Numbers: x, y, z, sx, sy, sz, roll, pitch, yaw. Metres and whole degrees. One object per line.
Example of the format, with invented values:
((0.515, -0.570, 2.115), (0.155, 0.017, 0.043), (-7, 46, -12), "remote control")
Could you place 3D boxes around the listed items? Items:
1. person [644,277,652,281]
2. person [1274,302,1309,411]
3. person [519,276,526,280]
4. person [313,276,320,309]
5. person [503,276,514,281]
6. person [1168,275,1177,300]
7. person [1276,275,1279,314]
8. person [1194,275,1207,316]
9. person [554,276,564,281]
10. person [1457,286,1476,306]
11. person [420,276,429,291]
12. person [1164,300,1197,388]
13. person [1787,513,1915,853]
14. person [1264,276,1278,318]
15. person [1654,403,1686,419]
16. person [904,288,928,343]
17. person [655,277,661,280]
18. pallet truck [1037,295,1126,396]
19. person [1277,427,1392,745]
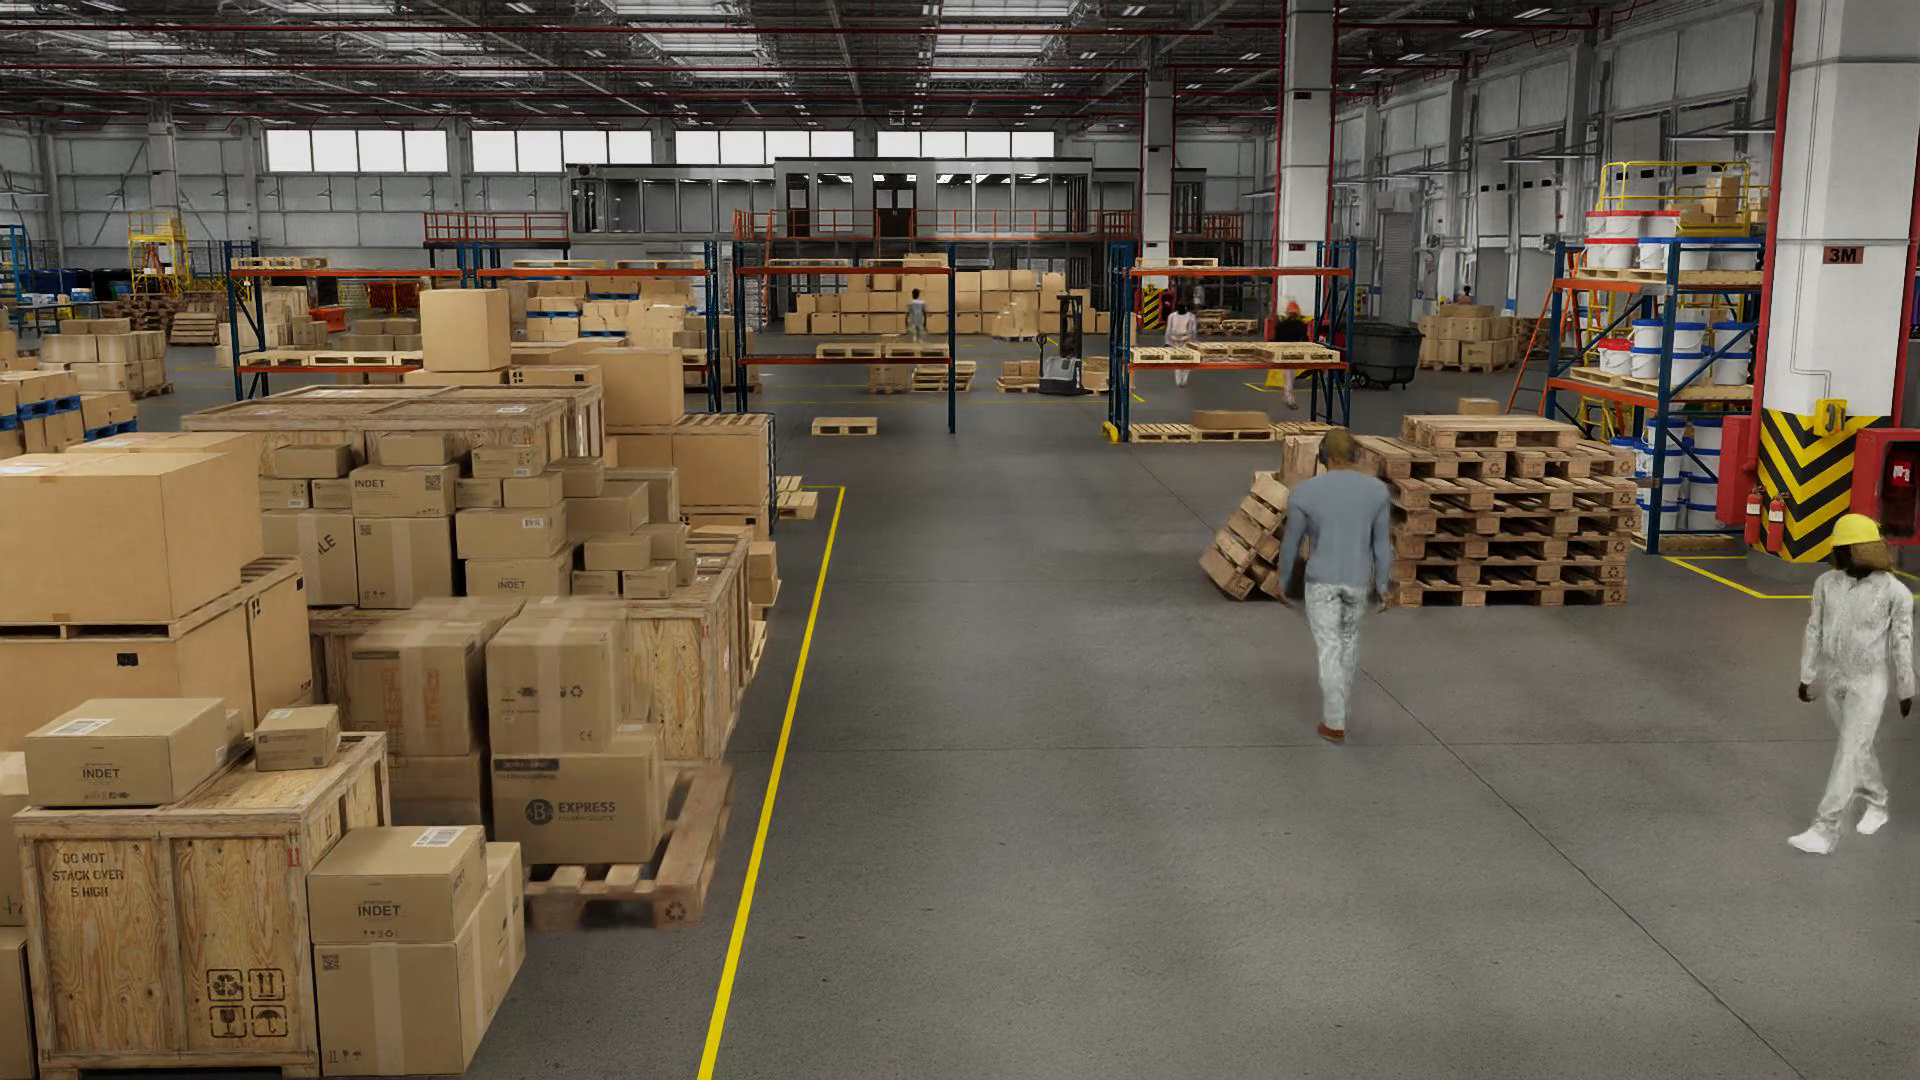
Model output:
((-8.996, -6.595, 48.152), (0.850, 2.002, 0.613), (-1, 10, -5), "person")
((6.029, -3.344, 30.234), (0.635, 1.944, 1.019), (-2, 10, -9), "person")
((-14.968, -8.155, 57.038), (0.551, 1.934, 0.373), (-2, 10, -9), "person")
((-25.285, -9.557, 65.359), (0.373, 1.757, 0.534), (-5, 11, -27), "person")
((-16.261, -8.803, 60.359), (0.705, 2.000, 0.557), (3, 11, 17), "person")
((7.543, -8.607, 59.422), (0.395, 1.985, 0.608), (1, 10, 8), "person")
((12.637, -9.766, 66.077), (0.615, 1.922, 0.872), (3, 11, 15), "person")
((8.270, -8.055, 56.604), (0.962, 1.888, 0.574), (0, 10, 2), "person")
((-17.340, -10.881, 72.310), (0.594, 1.913, 0.436), (-1, 10, -6), "person")
((15.627, -6.975, 51.212), (0.552, 1.654, 0.835), (-1, 10, -4), "person")
((-23.587, -11.073, 73.543), (0.620, 1.857, 0.786), (8, 13, 39), "person")
((4.572, -4.079, 34.694), (0.633, 1.811, 0.837), (4, 11, 19), "person")
((4.490, 0.706, 8.362), (0.906, 1.686, 0.503), (-6, 12, -29), "person")
((11.139, -8.464, 59.129), (0.640, 1.811, 0.819), (-8, 13, -39), "person")
((9.024, -1.685, 21.152), (0.574, 1.881, 0.357), (-9, 14, -41), "person")
((-1.155, -5.507, 42.550), (0.565, 1.837, 0.741), (-3, 11, -17), "person")
((-9.442, -7.235, 52.025), (0.653, 1.928, 0.406), (9, 13, 40), "person")
((2.483, -3.881, 33.060), (1.885, 1.965, 0.823), (-7, 13, -36), "pallet truck")
((2.277, 0.253, 10.267), (0.655, 1.906, 0.853), (-1, 10, -5), "person")
